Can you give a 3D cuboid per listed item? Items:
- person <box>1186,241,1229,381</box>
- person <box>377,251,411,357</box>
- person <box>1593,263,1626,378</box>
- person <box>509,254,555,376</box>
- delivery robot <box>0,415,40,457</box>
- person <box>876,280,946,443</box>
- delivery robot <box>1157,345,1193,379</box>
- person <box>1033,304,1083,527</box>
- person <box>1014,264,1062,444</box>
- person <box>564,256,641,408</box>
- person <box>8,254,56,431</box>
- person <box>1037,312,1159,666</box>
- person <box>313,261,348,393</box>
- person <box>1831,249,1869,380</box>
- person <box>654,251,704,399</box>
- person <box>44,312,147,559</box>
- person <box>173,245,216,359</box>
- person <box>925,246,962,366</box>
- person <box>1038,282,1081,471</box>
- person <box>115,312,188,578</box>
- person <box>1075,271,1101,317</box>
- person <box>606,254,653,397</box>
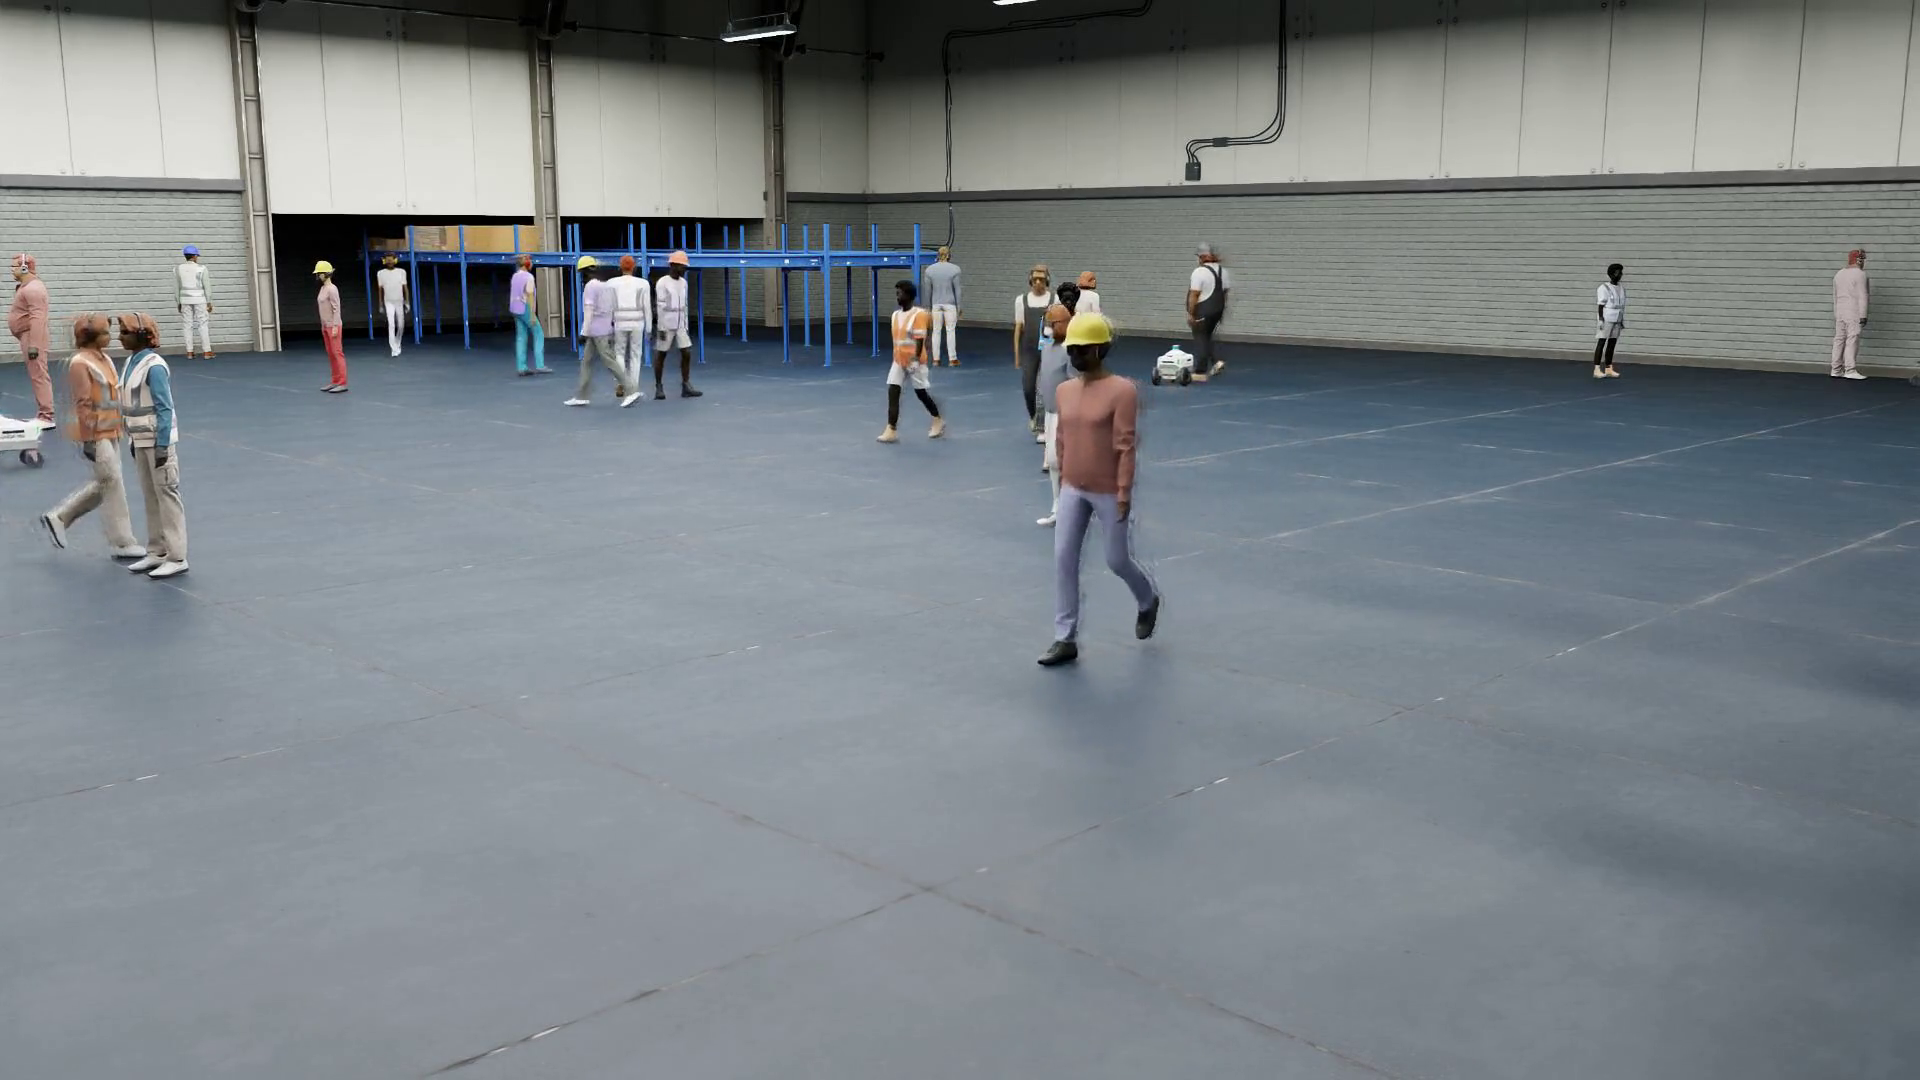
[{"bbox_3d":[3.546,-3.320,24.248,0.708,2.000,0.536,-10,14,-43],"label":"person"},{"bbox_3d":[-9.975,-4.170,29.320,0.519,1.849,0.755,-5,11,-25],"label":"person"},{"bbox_3d":[9.697,-3.268,24.784,0.540,1.696,0.317,-6,12,-28],"label":"person"},{"bbox_3d":[-6.496,-3.408,25.166,0.617,1.831,0.604,-10,14,-44],"label":"person"},{"bbox_3d":[-8.820,-0.964,15.198,0.707,0.478,0.477,-9,13,-39],"label":"delivery robot"},{"bbox_3d":[-0.489,-1.851,17.152,0.533,1.664,0.803,10,14,42],"label":"person"},{"bbox_3d":[3.082,-2.540,23.781,0.477,0.478,0.707,5,11,25],"label":"delivery robot"},{"bbox_3d":[0.699,-0.900,12.099,0.337,1.623,0.501,-4,11,-23],"label":"person"},{"bbox_3d":[0.827,-1.935,17.183,0.519,1.831,0.602,2,11,9],"label":"person"},{"bbox_3d":[-4.437,-2.583,20.606,0.956,1.862,0.701,-1,10,-5],"label":"person"},{"bbox_3d":[-10.151,-2.161,18.175,0.409,1.906,0.651,-6,12,-29],"label":"person"},{"bbox_3d":[0.717,-0.275,8.343,0.524,1.742,0.743,9,13,39],"label":"person"},{"bbox_3d":[-8.531,-2.881,22.488,0.329,1.767,0.528,-8,13,-36],"label":"person"},{"bbox_3d":[13.184,-3.334,24.573,0.411,1.910,0.643,-2,11,-9],"label":"person"},{"bbox_3d":[-3.709,-2.776,21.559,0.645,1.901,0.555,8,13,36],"label":"person"},{"bbox_3d":[-5.687,-0.677,10.874,0.640,1.617,0.522,-2,11,-9],"label":"person"},{"bbox_3d":[-13.175,-4.091,28.612,0.602,1.940,0.402,-1,10,-3],"label":"person"},{"bbox_3d":[-0.259,-3.797,27.027,0.627,1.934,0.370,3,11,17],"label":"person"},{"bbox_3d":[0.968,-1.467,14.965,0.536,1.697,0.322,0,10,0],"label":"person"},{"bbox_3d":[-5.036,-0.594,10.358,0.315,1.641,0.515,-10,14,-44],"label":"person"},{"bbox_3d":[1.705,-2.795,22.369,0.280,1.636,0.500,-9,14,-42],"label":"person"},{"bbox_3d":[-4.260,-2.736,21.416,0.599,1.868,0.460,-1,10,-5],"label":"person"}]
